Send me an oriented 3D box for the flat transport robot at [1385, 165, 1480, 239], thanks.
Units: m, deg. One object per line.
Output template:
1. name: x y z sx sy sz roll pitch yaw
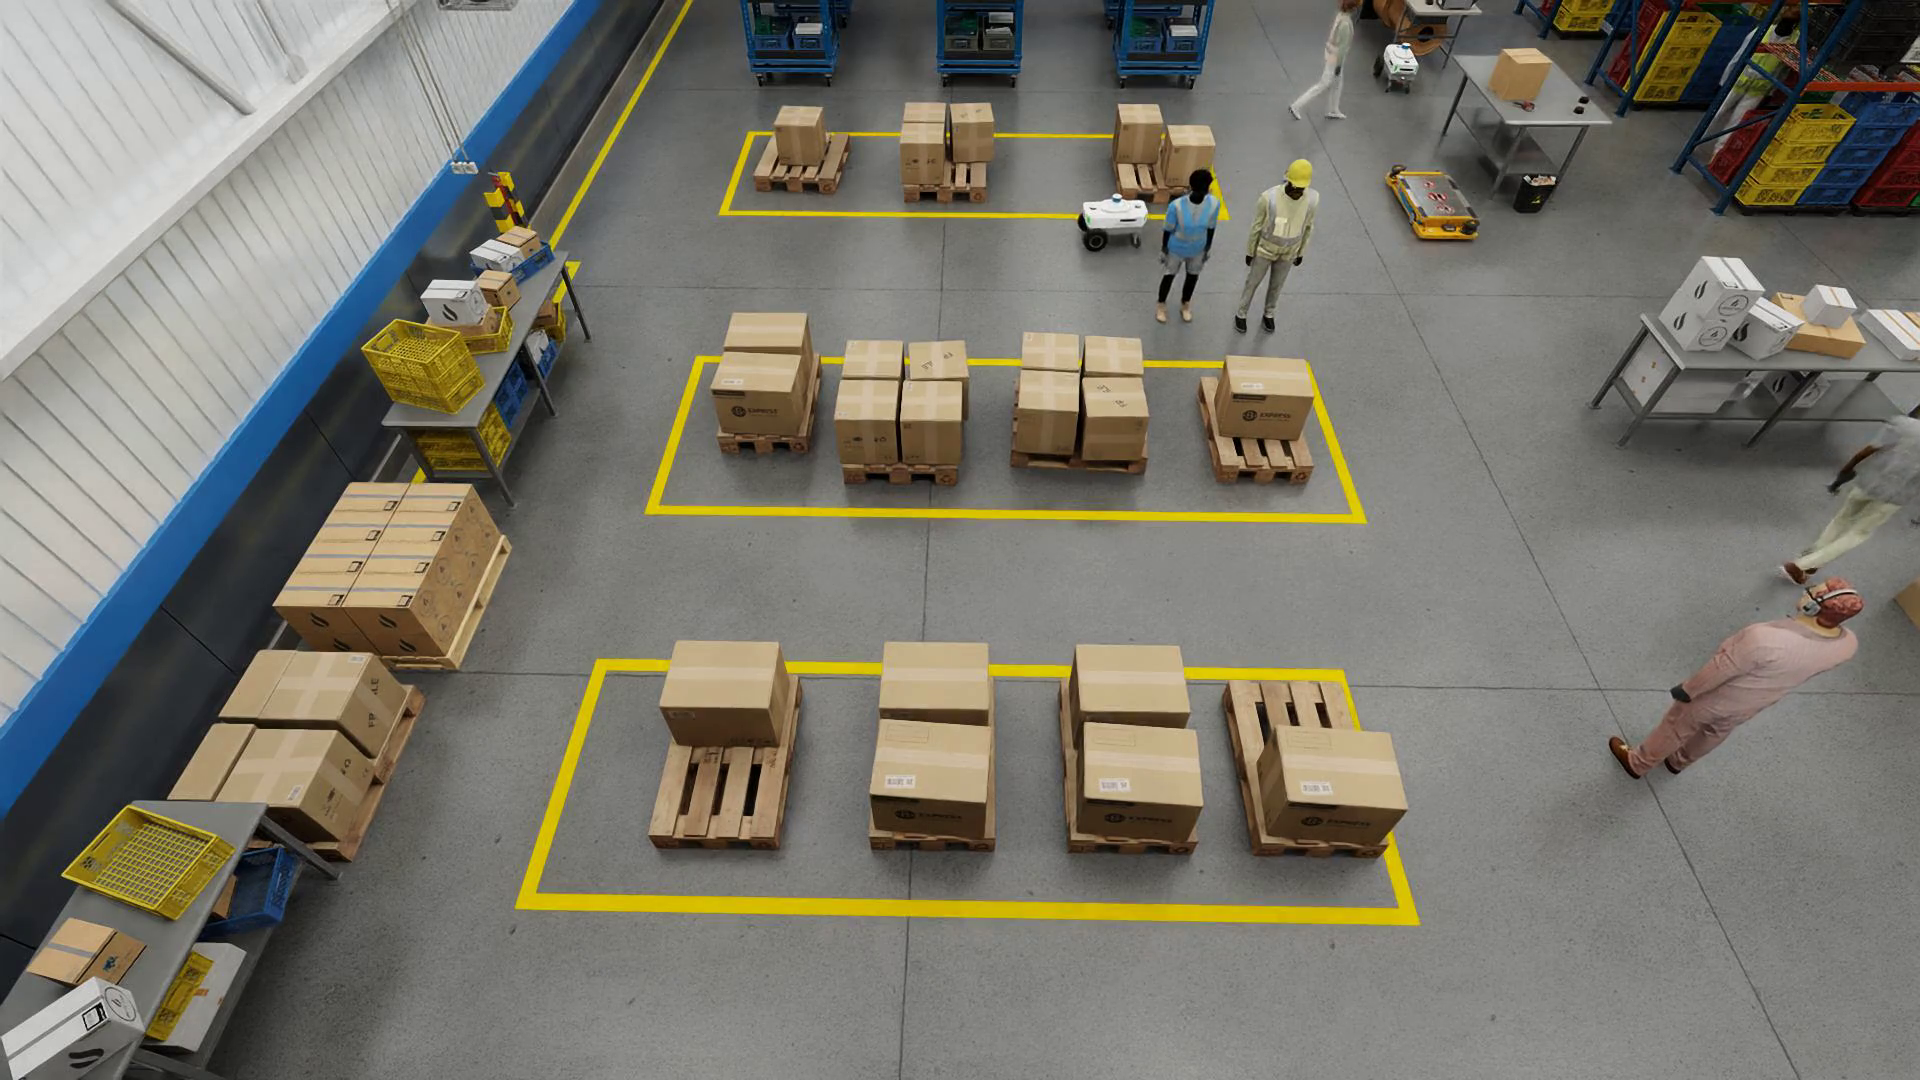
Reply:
1. flat transport robot: 5.692 -4.094 11.059 0.652 0.197 1.431 1 49 1

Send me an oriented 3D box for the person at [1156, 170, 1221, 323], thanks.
1. person: 2.237 -2.886 9.091 0.538 1.677 0.345 -5 49 -4

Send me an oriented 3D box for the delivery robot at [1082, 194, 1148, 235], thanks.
1. delivery robot: 1.768 -3.714 10.483 0.707 0.478 0.477 -3 49 -3

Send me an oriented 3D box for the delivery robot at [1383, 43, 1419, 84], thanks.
1. delivery robot: 6.373 -6.919 13.258 0.477 0.478 0.707 4 49 4

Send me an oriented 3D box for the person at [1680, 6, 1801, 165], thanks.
1. person: 9.729 -5.590 11.324 0.625 1.840 0.430 28 55 22

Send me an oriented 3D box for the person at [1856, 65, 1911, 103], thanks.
1. person: 13.070 -6.950 12.436 0.635 1.937 0.353 -32 56 -25

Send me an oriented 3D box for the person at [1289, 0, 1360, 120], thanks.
1. person: 4.949 -6.401 12.176 0.777 1.612 0.526 11 50 10

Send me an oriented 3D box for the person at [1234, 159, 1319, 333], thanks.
1. person: 3.099 -2.850 8.965 0.595 1.824 0.403 -1 49 -1

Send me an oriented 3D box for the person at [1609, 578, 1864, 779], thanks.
1. person: 4.797 0.894 5.676 0.647 1.901 0.402 -2 49 -2

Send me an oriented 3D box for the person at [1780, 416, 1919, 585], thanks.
1. person: 6.812 -0.332 6.772 0.570 1.837 0.622 -25 54 -20
